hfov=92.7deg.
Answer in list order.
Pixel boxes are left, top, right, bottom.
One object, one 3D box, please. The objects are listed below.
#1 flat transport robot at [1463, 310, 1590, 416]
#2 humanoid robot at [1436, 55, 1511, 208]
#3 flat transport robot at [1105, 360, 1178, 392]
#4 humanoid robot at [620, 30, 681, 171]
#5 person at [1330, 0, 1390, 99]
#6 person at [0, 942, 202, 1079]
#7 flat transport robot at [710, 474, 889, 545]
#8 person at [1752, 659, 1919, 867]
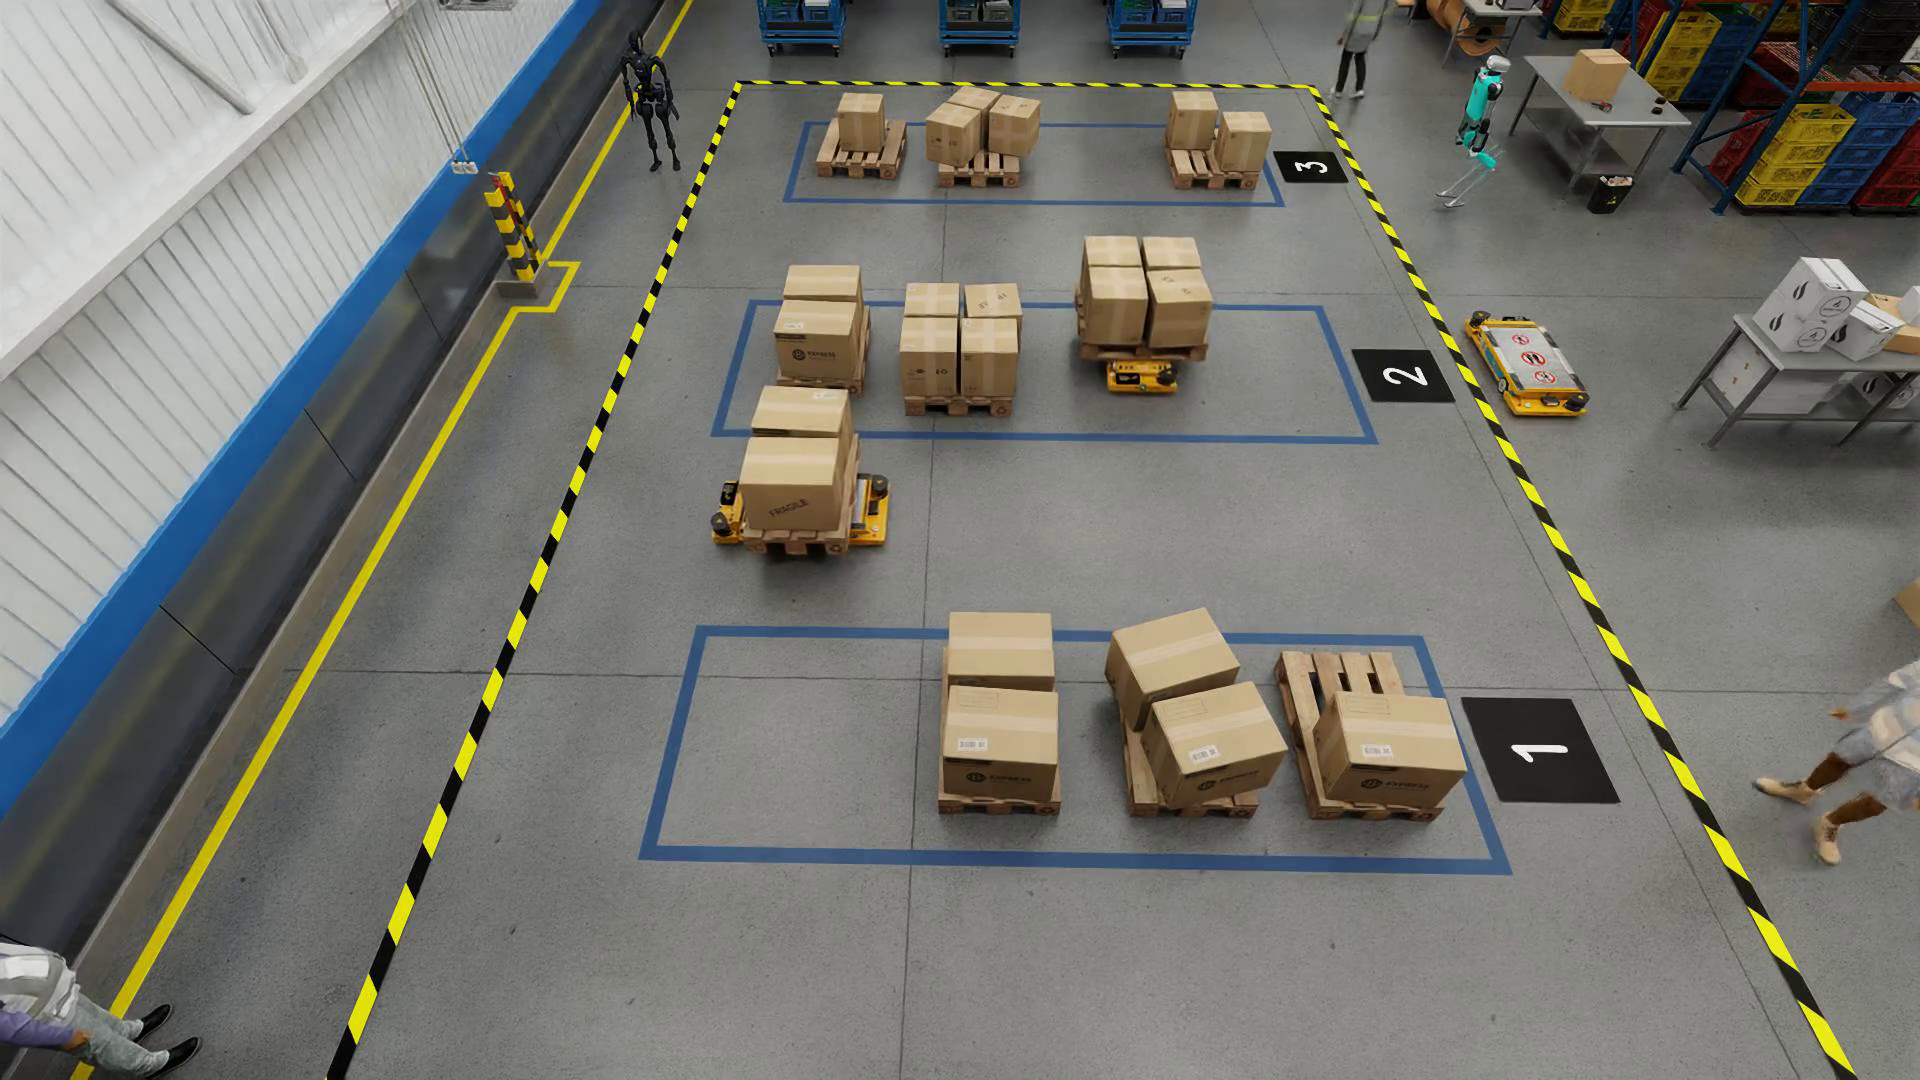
[{"bbox_3d":[5.573,-1.757,9.054,0.659,0.231,1.431,1,49,1],"label":"flat transport robot"},{"bbox_3d":[6.042,-4.652,10.499,0.735,1.677,0.533,0,49,0],"label":"humanoid robot"},{"bbox_3d":[1.778,-2.035,9.276,0.652,0.197,1.431,1,49,1],"label":"flat transport robot"},{"bbox_3d":[-3.769,-5.360,11.231,0.599,1.657,0.315,-1,49,-1],"label":"humanoid robot"},{"bbox_3d":[5.465,-6.966,12.541,0.618,1.843,0.439,-9,50,-8],"label":"person"},{"bbox_3d":[-4.548,2.283,4.522,0.597,1.832,0.404,28,55,22],"label":"person"},{"bbox_3d":[-1.337,-0.273,7.751,1.431,0.197,0.652,1,49,1],"label":"flat transport robot"},{"bbox_3d":[5.490,1.203,5.348,0.497,2.009,0.660,-11,50,-10],"label":"person"}]
